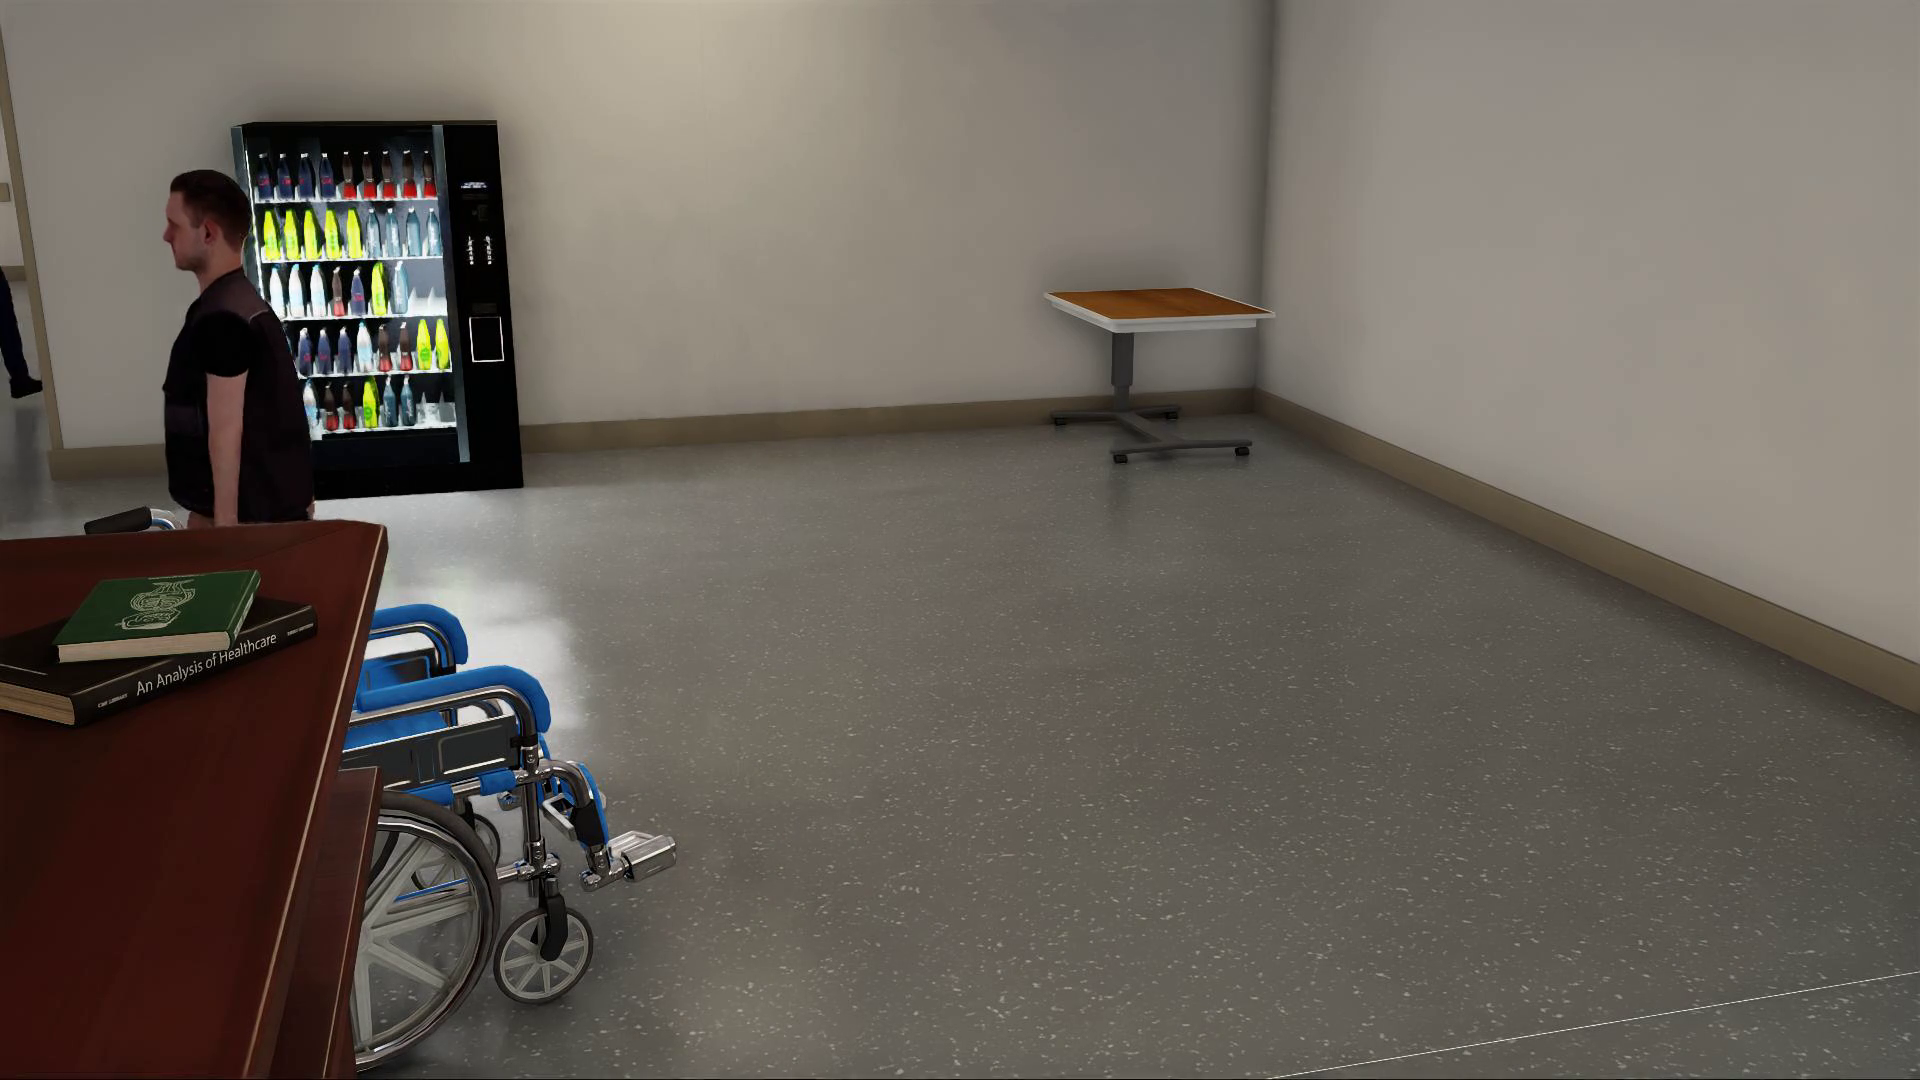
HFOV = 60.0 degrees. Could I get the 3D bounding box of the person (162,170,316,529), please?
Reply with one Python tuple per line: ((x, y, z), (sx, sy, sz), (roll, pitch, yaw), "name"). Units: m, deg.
((-1.862, -0.079, 4.577), (0.873, 1.827, 0.683), (-5, 16, -17), "person")
